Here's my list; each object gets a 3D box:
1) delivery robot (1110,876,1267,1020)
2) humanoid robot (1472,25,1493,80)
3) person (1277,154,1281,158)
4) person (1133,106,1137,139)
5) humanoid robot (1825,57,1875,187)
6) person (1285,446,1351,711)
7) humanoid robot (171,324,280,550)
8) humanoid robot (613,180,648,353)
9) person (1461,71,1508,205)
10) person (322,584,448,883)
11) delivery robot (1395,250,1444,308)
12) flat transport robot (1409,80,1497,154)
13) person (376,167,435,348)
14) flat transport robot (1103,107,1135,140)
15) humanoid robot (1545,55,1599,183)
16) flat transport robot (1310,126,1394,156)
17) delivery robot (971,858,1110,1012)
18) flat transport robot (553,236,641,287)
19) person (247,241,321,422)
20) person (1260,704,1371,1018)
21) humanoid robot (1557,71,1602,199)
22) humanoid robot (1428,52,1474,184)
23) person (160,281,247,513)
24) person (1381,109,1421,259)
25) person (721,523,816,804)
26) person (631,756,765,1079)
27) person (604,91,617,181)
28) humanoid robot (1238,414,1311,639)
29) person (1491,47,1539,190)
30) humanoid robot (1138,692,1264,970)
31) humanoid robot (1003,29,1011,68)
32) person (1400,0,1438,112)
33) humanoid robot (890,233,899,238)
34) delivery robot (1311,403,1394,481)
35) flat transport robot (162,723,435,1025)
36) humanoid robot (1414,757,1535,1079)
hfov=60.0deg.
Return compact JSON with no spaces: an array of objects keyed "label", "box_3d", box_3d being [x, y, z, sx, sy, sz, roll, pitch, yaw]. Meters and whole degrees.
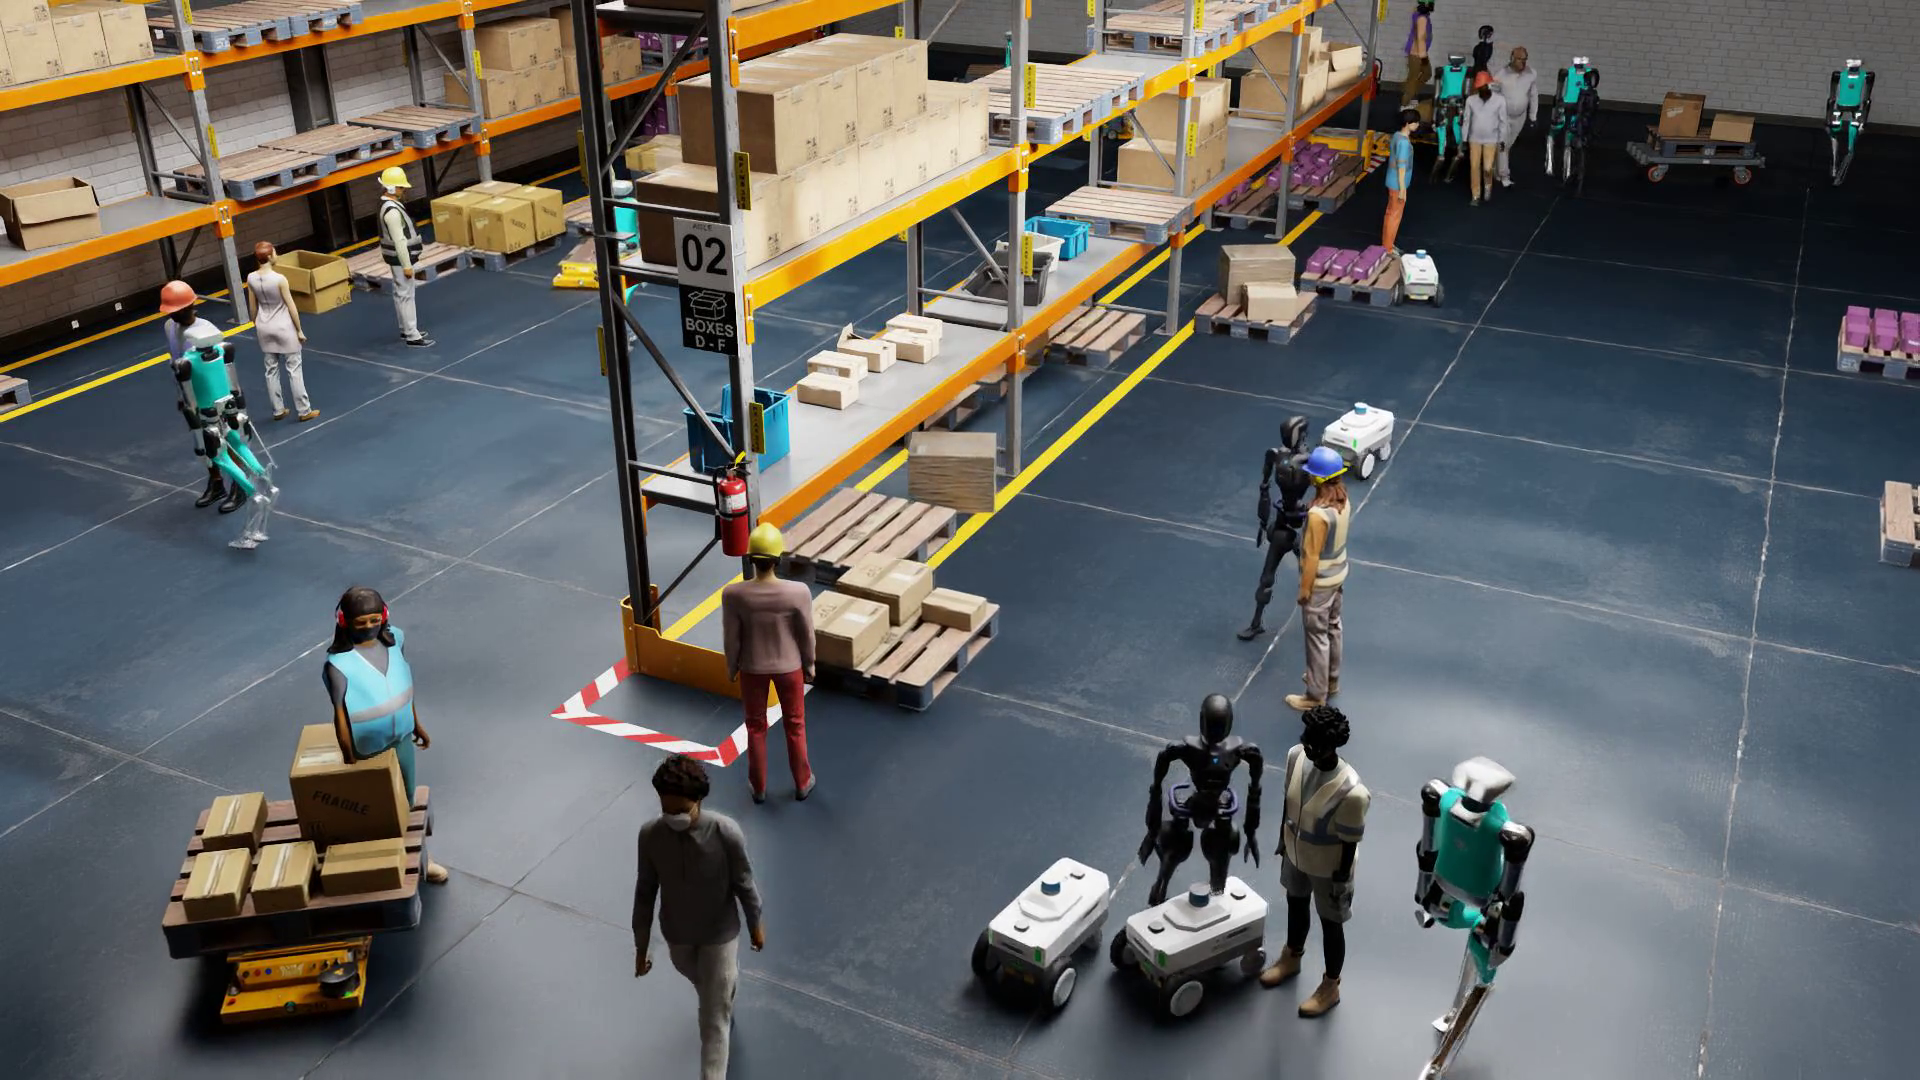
[{"label":"delivery robot","box_3d":[1.191,2.000,8.406,0.780,0.586,0.499,-14,30,-27]},{"label":"humanoid robot","box_3d":[7.931,-6.981,25.325,0.513,1.660,0.601,1,26,2]},{"label":"person","box_3d":[4.521,-6.432,23.979,0.555,1.869,0.391,-9,28,-17]},{"label":"person","box_3d":[2.801,-6.756,24.733,0.510,1.783,0.908,12,29,23]},{"label":"humanoid robot","box_3d":[12.155,-5.777,22.821,0.567,1.758,0.944,14,29,26]},{"label":"person","box_3d":[2.290,0.240,10.613,0.375,1.766,0.473,15,30,28]},{"label":"humanoid robot","box_3d":[-5.446,-0.749,12.589,0.661,1.760,0.532,11,28,21]},{"label":"humanoid robot","box_3d":[-3.352,-2.620,16.409,0.539,1.737,0.965,4,27,7]},{"label":"person","box_3d":[6.817,-5.241,21.708,0.581,1.731,0.374,14,30,26]},{"label":"person","box_3d":[-3.063,1.076,8.805,0.394,1.865,0.521,15,30,27]},{"label":"delivery robot","box_3d":[5.035,-2.866,18.265,0.499,0.612,0.796,4,27,7]},{"label":"flat transport robot","box_3d":[7.448,-6.009,24.917,1.431,0.231,0.659,21,33,36]},{"label":"person","box_3d":[-5.620,-2.850,16.785,0.403,1.822,0.588,-12,29,-24]},{"label":"flat transport robot","box_3d":[2.093,-6.373,25.651,1.431,0.231,0.659,7,27,13]},{"label":"humanoid robot","box_3d":[8.321,-5.820,22.873,0.533,1.768,0.751,0,26,1]},{"label":"flat transport robot","box_3d":[5.803,-5.941,24.779,1.431,0.231,0.659,12,29,23]},{"label":"delivery robot","box_3d":[0.448,1.961,8.482,0.510,0.582,0.735,18,32,32]},{"label":"flat transport robot","box_3d":[-4.196,-3.229,19.300,0.659,0.231,1.431,2,26,5]},{"label":"person","box_3d":[-6.142,-1.869,14.984,0.461,1.656,0.269,4,27,8]},{"label":"person","box_3d":[1.729,1.536,8.074,0.321,1.691,0.531,-15,30,-28]},{"label":"humanoid robot","box_3d":[8.335,-5.410,22.163,0.582,1.652,0.601,20,33,34]},{"label":"humanoid robot","box_3d":[6.685,-5.640,22.543,0.539,1.824,0.663,-1,26,-2]},{"label":"person","box_3d":[-6.028,-1.137,13.214,0.552,1.925,0.388,12,29,22]},{"label":"person","box_3d":[5.175,-4.182,19.550,0.339,1.759,0.501,3,26,5]},{"label":"person","box_3d":[-1.095,0.720,9.636,0.529,1.767,0.327,-1,26,-3]},{"label":"person","box_3d":[-1.186,1.763,7.447,0.552,1.836,1.001,4,27,7]},{"label":"person","box_3d":[-4.593,-5.059,21.219,0.390,1.846,0.566,4,27,8]},{"label":"humanoid robot","box_3d":[2.282,-0.071,11.373,0.642,1.643,0.603,-22,34,-37]},{"label":"person","box_3d":[7.495,-5.712,22.522,0.644,1.857,0.988,-4,27,-8]},{"label":"humanoid robot","box_3d":[1.199,1.421,8.332,0.612,1.644,0.484,0,26,-1]},{"label":"humanoid robot","box_3d":[0.581,-6.581,24.444,0.673,1.820,0.534,7,27,14]},{"label":"person","box_3d":[7.422,-7.856,26.785,0.515,1.917,0.532,8,27,16]},{"label":"humanoid robot","box_3d":[-0.813,-4.485,20.249,0.397,1.649,0.584,-23,35,-39]},{"label":"delivery robot","box_3d":[3.388,-0.862,14.218,0.499,0.613,0.814,21,33,36]},{"label":"flat transport robot","box_3d":[-3.432,1.971,8.797,0.659,0.231,1.431,-5,27,-10]},{"label":"humanoid robot","box_3d":[2.450,1.700,7.720,0.817,1.782,0.555,-21,33,-36]}]
